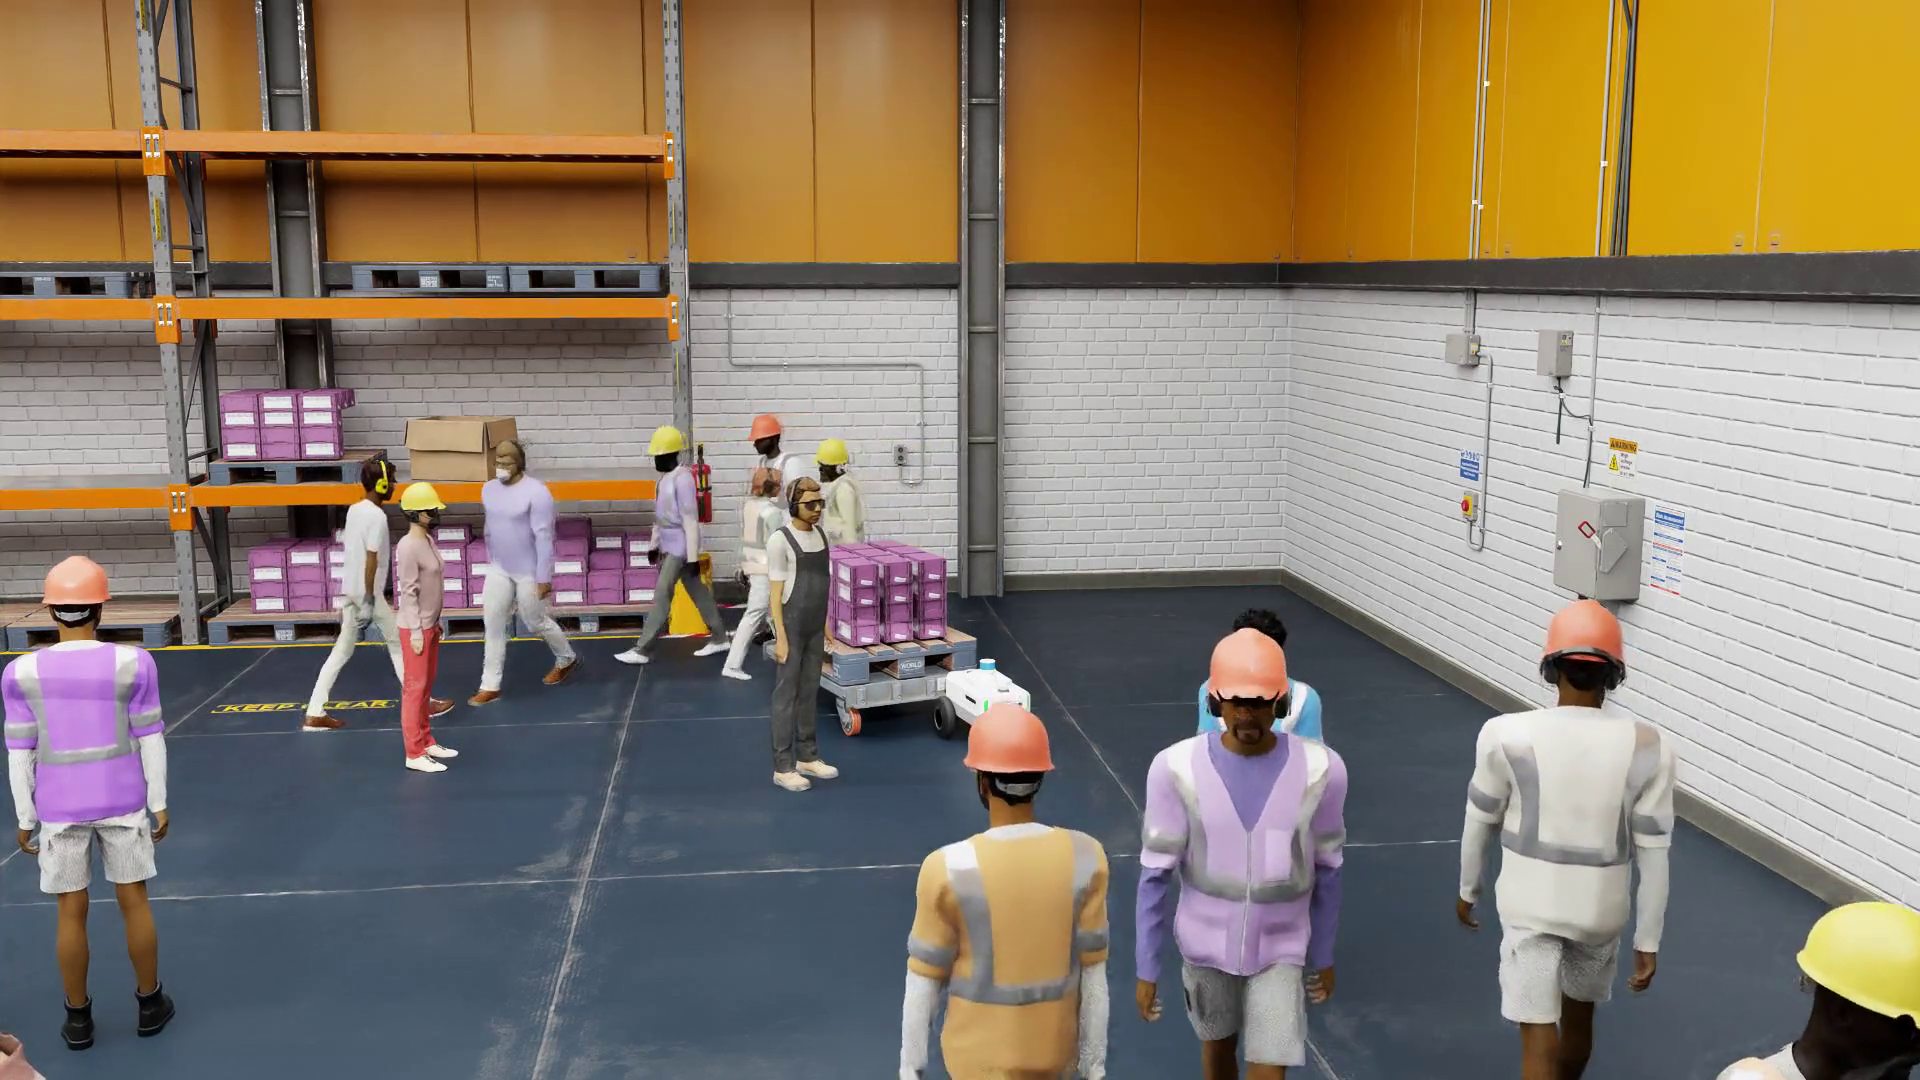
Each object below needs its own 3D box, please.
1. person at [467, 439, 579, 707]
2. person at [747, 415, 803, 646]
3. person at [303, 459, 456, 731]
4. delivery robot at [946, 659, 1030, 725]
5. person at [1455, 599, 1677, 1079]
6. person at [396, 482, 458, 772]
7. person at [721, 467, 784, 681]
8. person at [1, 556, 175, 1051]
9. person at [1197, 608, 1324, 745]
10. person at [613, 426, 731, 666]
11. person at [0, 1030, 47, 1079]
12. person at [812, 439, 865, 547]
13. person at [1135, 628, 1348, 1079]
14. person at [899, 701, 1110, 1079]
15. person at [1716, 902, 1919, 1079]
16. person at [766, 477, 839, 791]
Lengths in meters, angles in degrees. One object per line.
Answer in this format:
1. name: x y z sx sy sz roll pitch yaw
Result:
1. person: -3.097 0.202 11.860 0.643 1.900 0.919 5 10 29
2. person: -1.503 -0.084 13.648 0.812 1.883 0.563 -6 11 -33
3. person: -3.947 0.367 11.110 1.004 1.797 0.563 -9 13 -44
4. delivery robot: 0.176 1.007 10.664 0.477 0.478 0.707 -3 10 -21
5. person: 1.965 1.171 5.468 0.613 1.987 1.041 1 9 8
6. person: -3.278 0.525 10.197 0.315 1.770 0.524 -1 9 -3
7. person: -1.475 0.246 12.478 0.849 1.596 0.524 -6 11 -33
8. person: -3.416 1.025 6.547 0.549 1.936 0.377 -4 10 -24
9. person: 1.261 1.088 6.988 0.537 1.673 0.758 3 10 19
10. person: -2.215 0.043 12.892 0.979 1.866 0.659 -4 10 -21
11. person: -1.787 1.609 2.996 0.642 1.910 0.401 6 11 33
12. person: -0.932 0.086 12.970 0.938 1.772 0.611 0 9 1
13. person: 0.854 1.236 5.094 0.626 1.984 1.075 1 9 9
14. person: 0.146 1.388 4.517 0.573 1.886 1.037 -4 10 -23
15. person: 1.547 1.584 3.153 0.627 1.897 0.498 -6 11 -35
16. person: -0.928 0.541 9.853 0.351 1.846 0.507 6 11 34
